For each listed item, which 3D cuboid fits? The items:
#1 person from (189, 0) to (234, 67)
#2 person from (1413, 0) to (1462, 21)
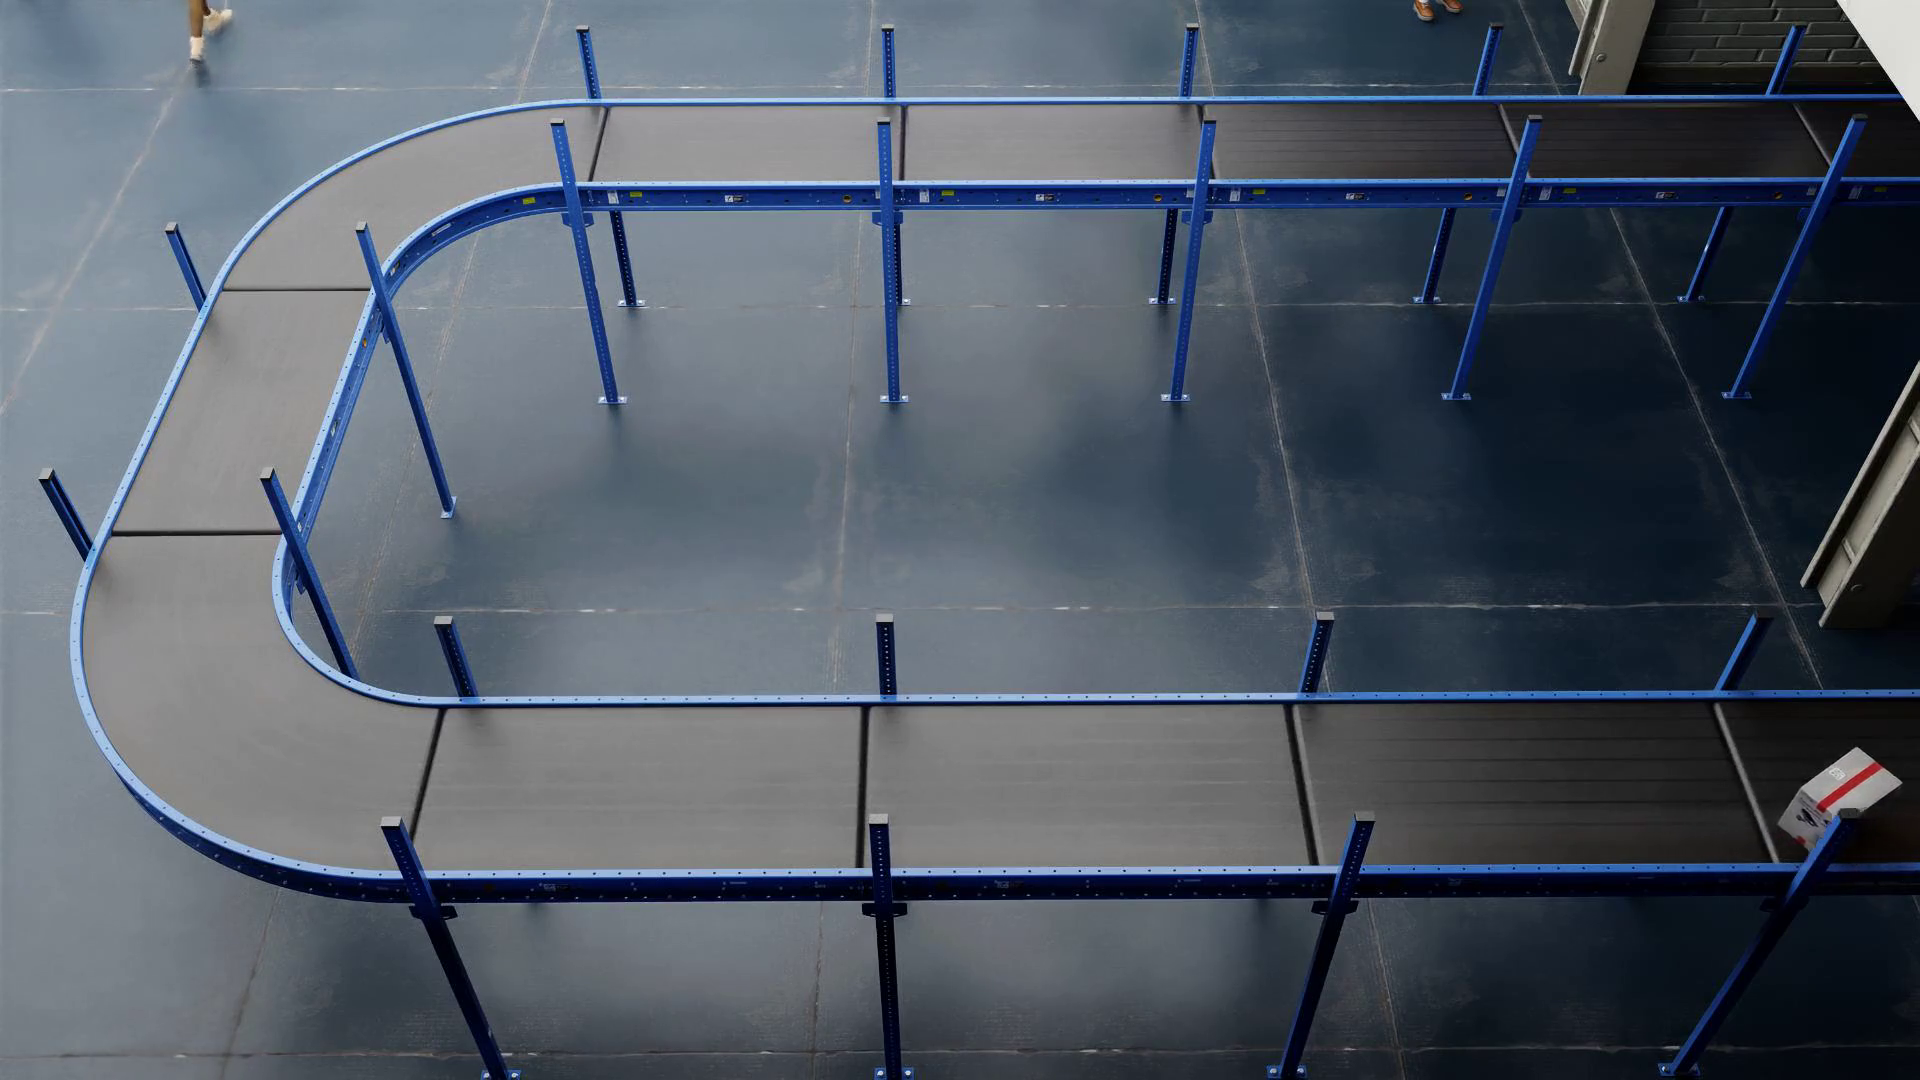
[{"bbox_3d":[-6.722,-5.080,14.667,0.660,1.995,0.995,5,47,5],"label":"person"},{"bbox_3d":[4.400,-5.539,15.118,0.612,1.943,0.400,-20,50,-18],"label":"person"}]
